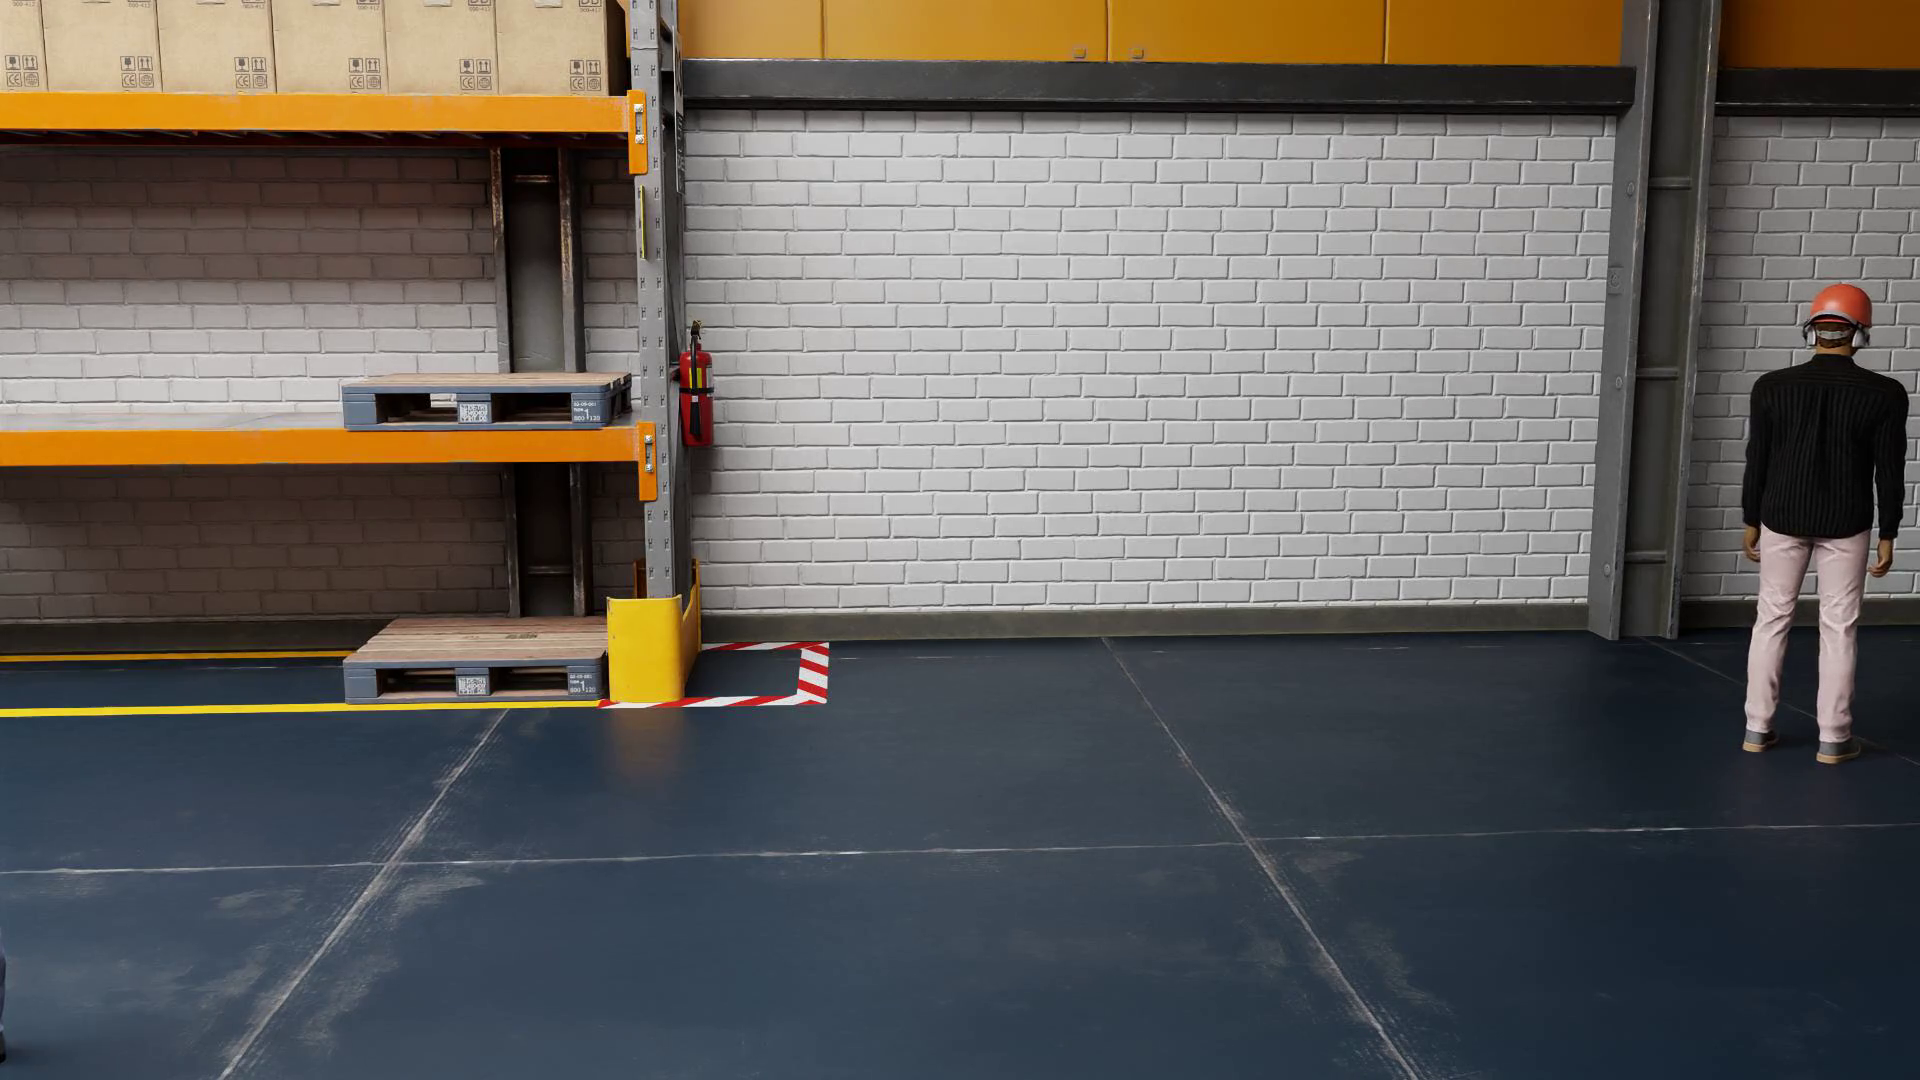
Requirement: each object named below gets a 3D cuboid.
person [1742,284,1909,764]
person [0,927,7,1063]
[{"bbox_3d":[3.596,-0.066,6.950,0.611,1.986,0.402,6,11,35],"label":"person"},{"bbox_3d":[-2.626,0.502,4.067,0.309,1.769,0.524,4,10,23],"label":"person"}]
